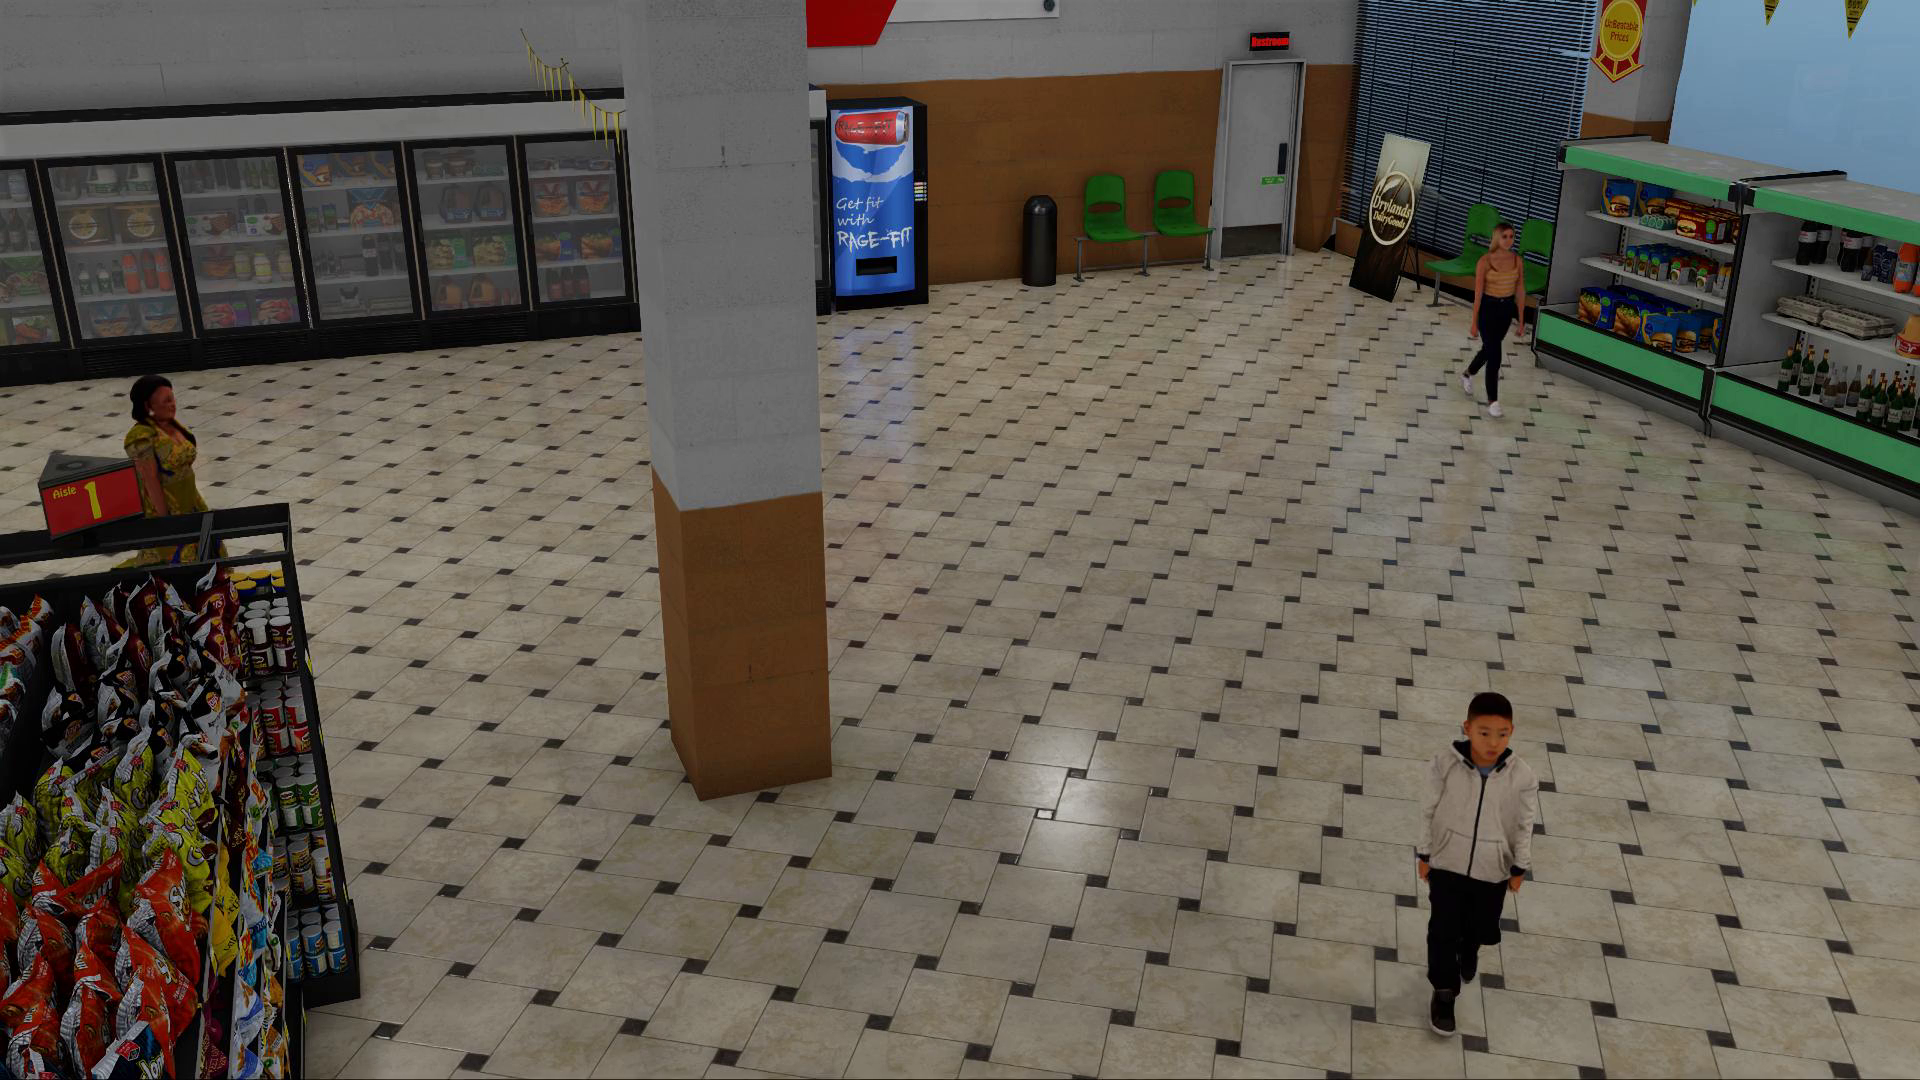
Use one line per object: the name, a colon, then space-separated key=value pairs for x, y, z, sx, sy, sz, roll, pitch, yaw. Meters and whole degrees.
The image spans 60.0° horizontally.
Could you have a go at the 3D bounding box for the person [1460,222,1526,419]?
person: x=4.526 y=-1.901 z=14.186 sx=0.729 sy=1.593 sz=1.159 roll=-4 pitch=22 yaw=-10

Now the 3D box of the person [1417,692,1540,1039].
person: x=2.009 y=1.234 z=6.590 sx=0.793 sy=1.440 sz=0.882 roll=5 pitch=22 yaw=12

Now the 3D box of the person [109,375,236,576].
person: x=-4.726 y=-0.150 z=9.772 sx=1.039 sy=1.635 sz=1.114 roll=1 pitch=22 yaw=2
